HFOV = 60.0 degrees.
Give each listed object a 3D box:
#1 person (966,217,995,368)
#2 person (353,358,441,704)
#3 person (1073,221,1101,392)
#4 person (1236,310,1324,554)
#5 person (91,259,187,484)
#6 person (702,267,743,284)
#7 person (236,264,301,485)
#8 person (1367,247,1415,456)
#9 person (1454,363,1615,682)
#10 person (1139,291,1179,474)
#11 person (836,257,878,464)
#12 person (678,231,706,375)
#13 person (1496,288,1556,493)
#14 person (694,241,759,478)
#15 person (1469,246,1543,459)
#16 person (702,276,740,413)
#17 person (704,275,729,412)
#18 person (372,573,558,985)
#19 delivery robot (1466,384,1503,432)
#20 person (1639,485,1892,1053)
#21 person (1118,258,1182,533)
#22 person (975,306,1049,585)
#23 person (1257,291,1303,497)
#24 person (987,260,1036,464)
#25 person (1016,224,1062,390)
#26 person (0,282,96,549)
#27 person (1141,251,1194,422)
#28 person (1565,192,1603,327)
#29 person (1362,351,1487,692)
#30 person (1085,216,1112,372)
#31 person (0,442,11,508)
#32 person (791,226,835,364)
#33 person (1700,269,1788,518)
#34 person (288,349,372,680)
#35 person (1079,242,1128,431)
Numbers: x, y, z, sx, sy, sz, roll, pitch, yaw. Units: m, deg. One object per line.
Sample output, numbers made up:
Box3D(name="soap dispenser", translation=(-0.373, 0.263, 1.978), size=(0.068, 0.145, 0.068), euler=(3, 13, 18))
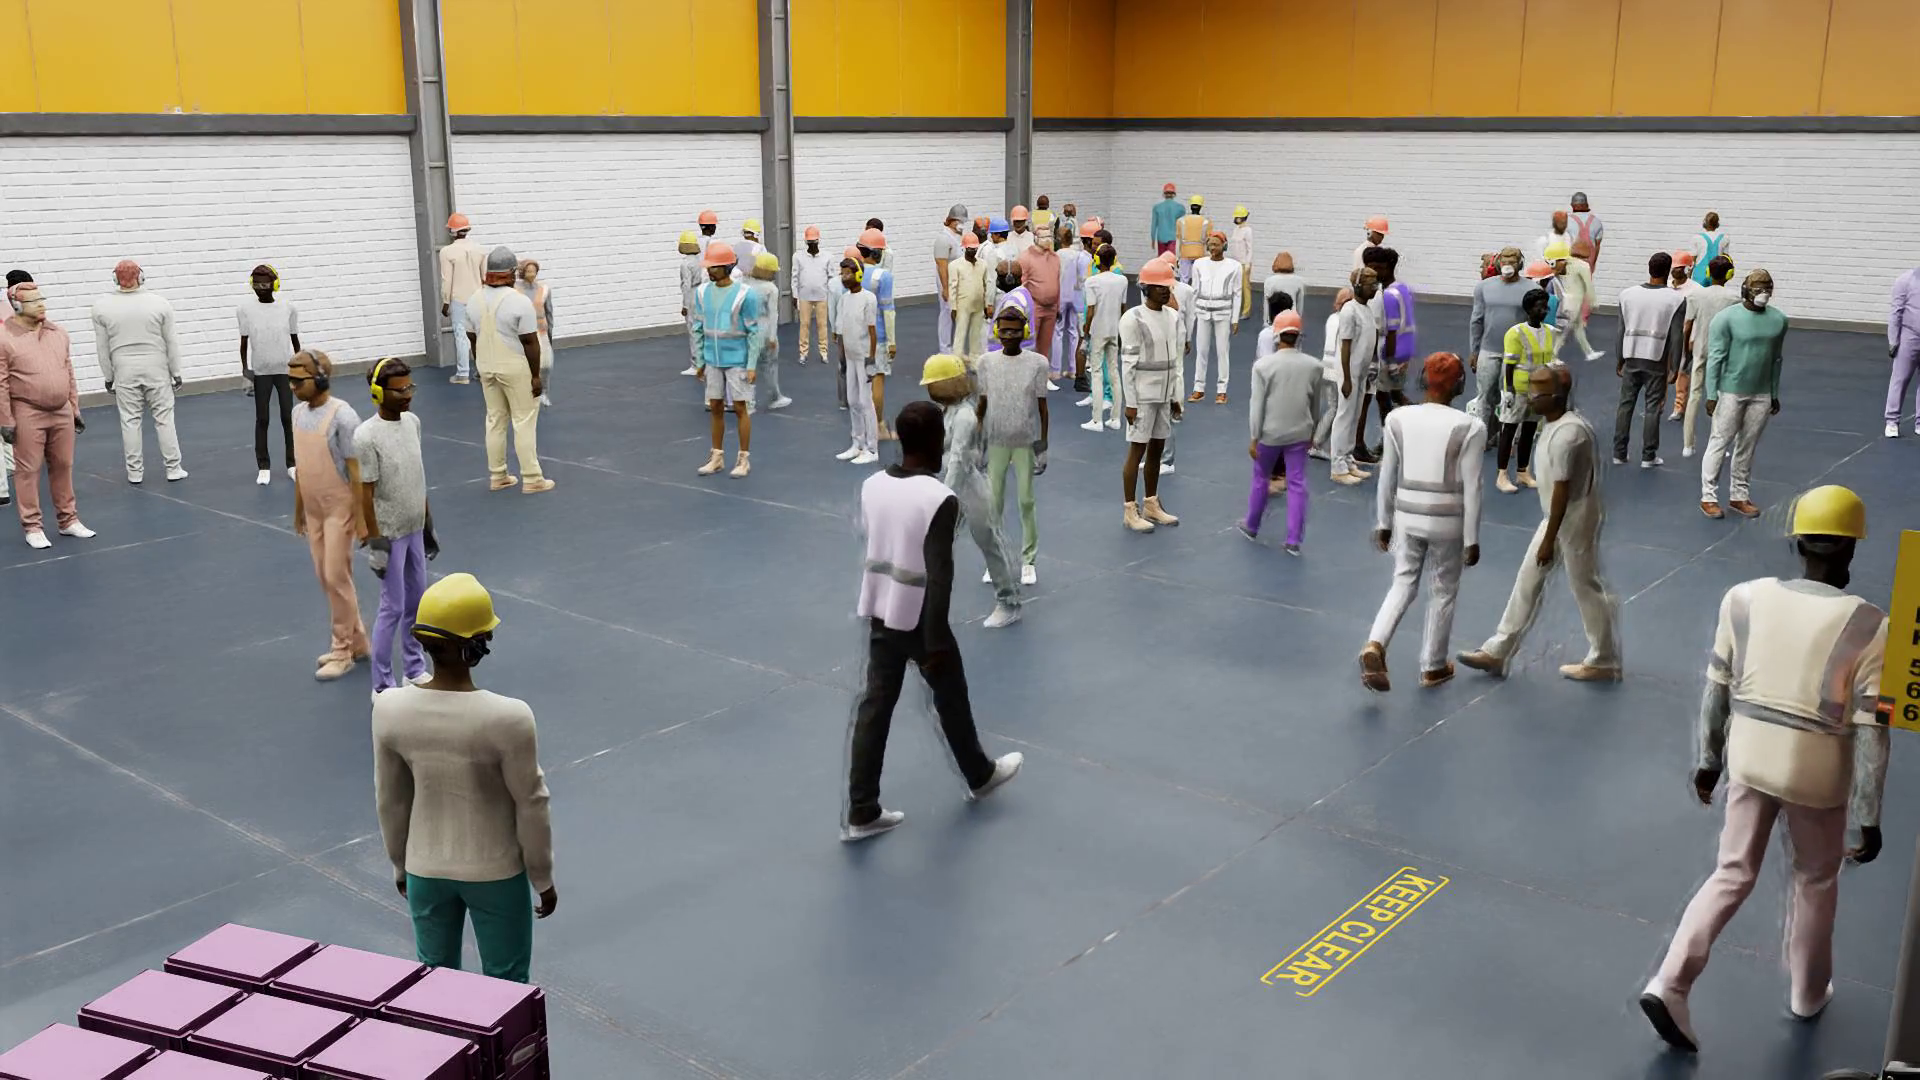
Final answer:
Box3D(name="person", translation=(0.275, -3.080, 20.806), size=(0.355, 1.882, 0.576), euler=(-2, 14, -9))
Box3D(name="person", translation=(-2.931, -0.032, 8.687), size=(0.333, 1.858, 0.516), euler=(4, 15, 15))
Box3D(name="person", translation=(1.477, -2.666, 19.035), size=(0.358, 1.936, 0.552), euler=(0, 14, 1))
Box3D(name="person", translation=(2.303, -0.799, 12.017), size=(0.579, 1.716, 0.787), euler=(-3, 14, -11))
Box3D(name="person", translation=(-6.956, -1.425, 14.141), size=(0.643, 1.909, 0.411), euler=(-5, 15, -19))
Box3D(name="person", translation=(-2.856, -2.770, 20.106), size=(0.507, 1.610, 0.749), euler=(0, 14, 0))
Box3D(name="person", translation=(-5.845, -1.411, 14.172), size=(0.517, 1.865, 0.334), euler=(-7, 16, -27))
Box3D(name="person", translation=(4.024, -1.700, 15.190), size=(0.663, 1.935, 0.639), euler=(8, 16, 28))
Box3D(name="person", translation=(3.185, -0.069, 8.985), size=(0.943, 1.775, 0.512), euler=(1, 14, 4))
Box3D(name="person", translation=(1.754, -1.392, 14.561), size=(0.281, 1.634, 0.498), euler=(-2, 14, -10))
Box3D(name="person", translation=(-0.931, -1.619, 15.026), size=(0.341, 1.857, 0.521), euler=(-11, 18, -36))
Box3D(name="person", translation=(-3.282, -2.896, 20.350), size=(0.312, 1.744, 0.487), euler=(5, 15, 18))
Box3D(name="person", translation=(4.719, -1.243, 13.835), size=(0.536, 1.696, 0.322), euler=(-7, 16, -27))
Box3D(name="person", translation=(-2.025, -1.545, 14.350), size=(0.609, 2.040, 0.394), euler=(6, 15, 23))
Box3D(name="person", translation=(4.975, -1.715, 15.232), size=(0.627, 1.941, 0.373), euler=(6, 15, 23))
Box3D(name="person", translation=(-2.505, -2.244, 17.698), size=(0.531, 1.767, 0.328), euler=(8, 16, 30))
Box3D(name="person", translation=(-2.573, -2.242, 17.717), size=(0.341, 1.758, 0.531), euler=(1, 14, 4))
Box3D(name="person", translation=(-1.435, 0.960, 4.897), size=(0.533, 1.768, 0.310), euler=(3, 14, 12))
Box3D(name="delivery robot", translation=(5.157, -1.278, 16.103), size=(0.477, 0.478, 0.707), euler=(9, 16, 31))
Box3D(name="person", translation=(2.686, 0.768, 5.452), size=(0.894, 1.883, 0.632), euler=(-11, 18, -38))
Box3D(name="person", translation=(1.455, -1.087, 12.514), size=(0.371, 2.044, 0.608), euler=(13, 19, 43))
Box3D(name="person", translation=(0.341, -0.623, 11.031), size=(0.508, 1.863, 0.327), euler=(3, 14, 11))
Box3D(name="person", translation=(2.612, -1.203, 13.748), size=(0.357, 1.664, 0.647), euler=(12, 18, 39))
Box3D(name="person", translation=(0.460, -1.602, 15.007), size=(0.428, 1.836, 0.623), euler=(2, 14, 9))
Box3D(name="person", translation=(0.927, -2.638, 18.985), size=(0.643, 1.910, 0.400), euler=(-11, 18, -38))
Box3D(name="person", translation=(-6.663, -0.909, 12.068), size=(0.409, 1.913, 0.651), euler=(7, 16, 25))
Box3D(name="person", translation=(2.110, -2.070, 17.031), size=(0.563, 1.750, 0.326), euler=(-2, 14, -6))
Box3D(name="person", translation=(9.274, -4.231, 25.080), size=(0.683, 2.000, 0.535), euler=(-1, 14, -3))
Box3D(name="person", translation=(2.465, -0.073, 8.833), size=(0.586, 1.861, 0.751), euler=(12, 18, 39))
Box3D(name="person", translation=(1.654, -3.038, 20.587), size=(0.409, 1.909, 0.641), euler=(-6, 15, -23))
Box3D(name="person", translation=(-7.846, -1.143, 13.193), size=(0.586, 1.824, 0.404), euler=(13, 19, 41))
Box3D(name="person", translation=(-1.876, -3.133, 21.273), size=(0.563, 1.752, 0.325), euler=(-2, 14, -6))
Box3D(name="person", translation=(6.072, -1.131, 12.899), size=(0.635, 1.937, 0.352), euler=(-2, 14, -10))
Box3D(name="person", translation=(-3.488, -0.145, 9.180), size=(0.520, 1.831, 0.441), euler=(9, 16, 31))
Box3D(name="person", translation=(1.427, -2.020, 16.594), size=(0.538, 1.869, 0.313), euler=(-8, 16, -29))
